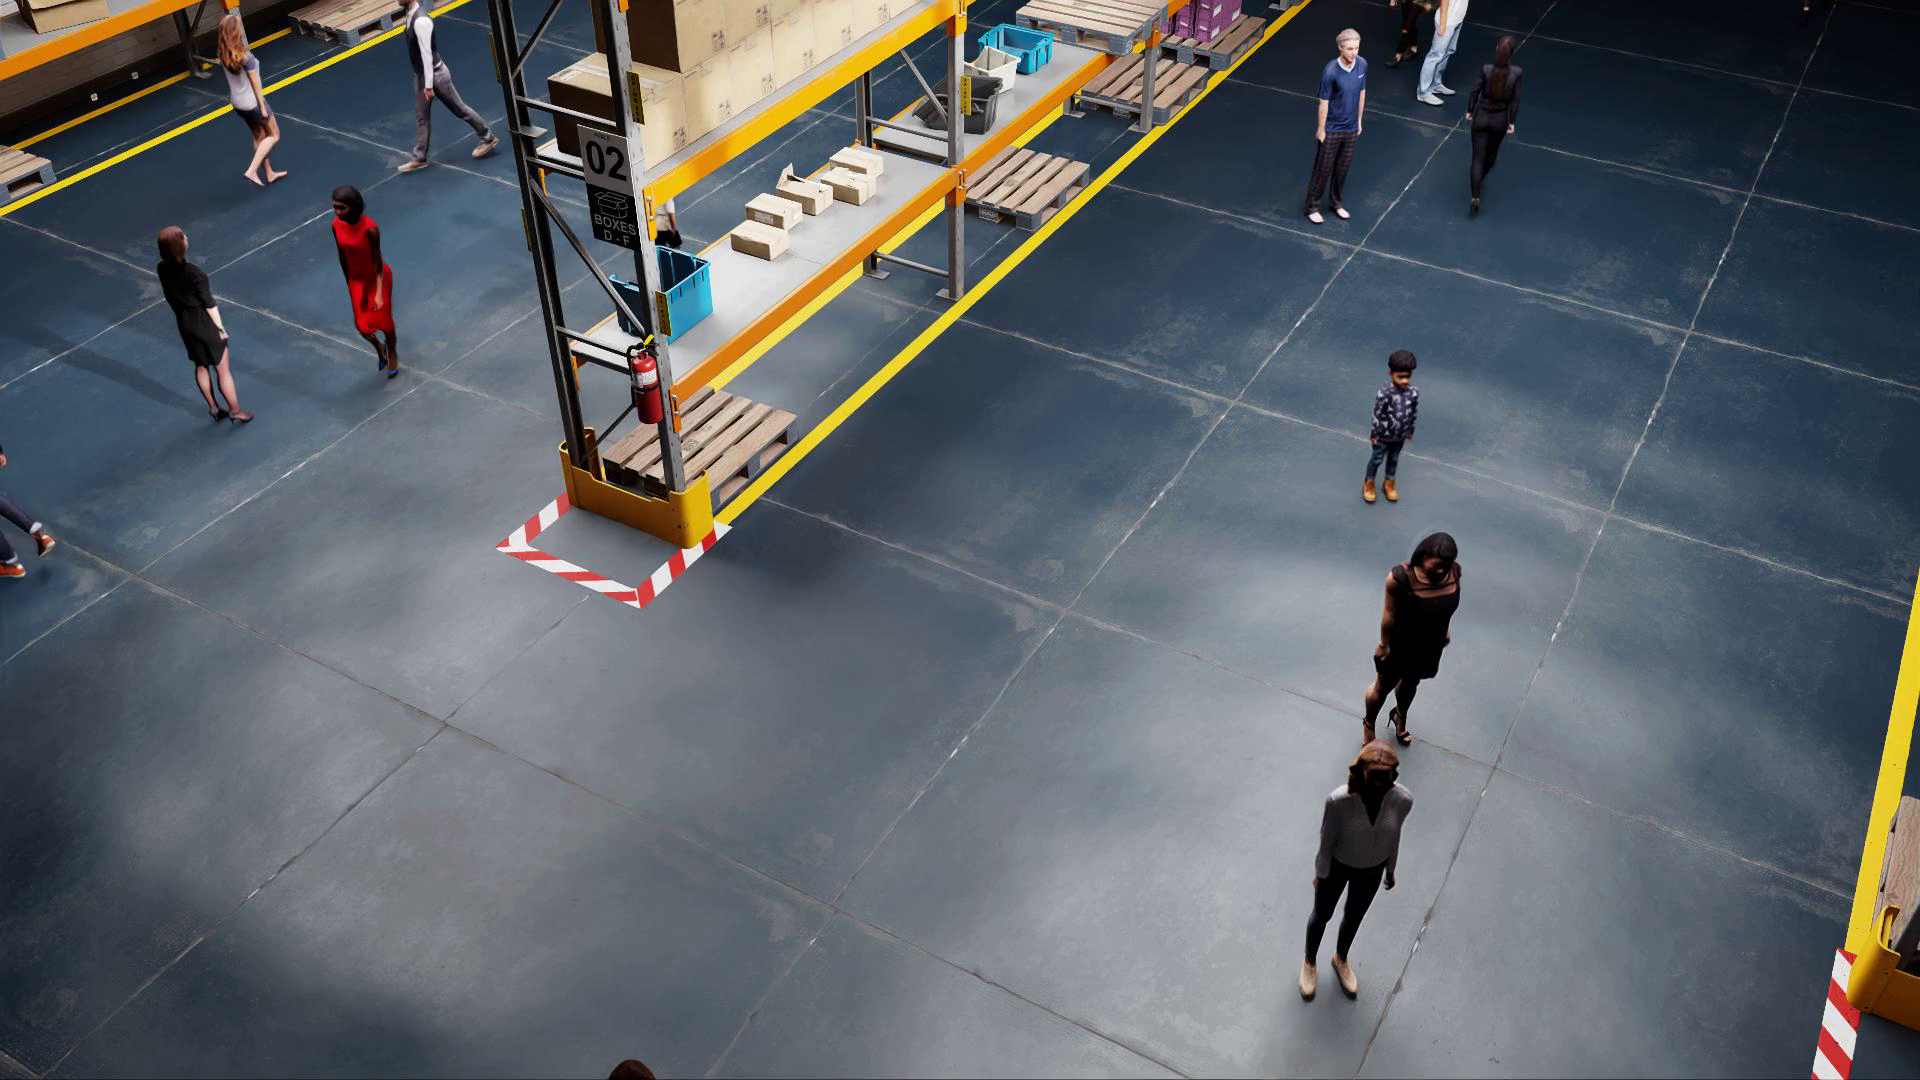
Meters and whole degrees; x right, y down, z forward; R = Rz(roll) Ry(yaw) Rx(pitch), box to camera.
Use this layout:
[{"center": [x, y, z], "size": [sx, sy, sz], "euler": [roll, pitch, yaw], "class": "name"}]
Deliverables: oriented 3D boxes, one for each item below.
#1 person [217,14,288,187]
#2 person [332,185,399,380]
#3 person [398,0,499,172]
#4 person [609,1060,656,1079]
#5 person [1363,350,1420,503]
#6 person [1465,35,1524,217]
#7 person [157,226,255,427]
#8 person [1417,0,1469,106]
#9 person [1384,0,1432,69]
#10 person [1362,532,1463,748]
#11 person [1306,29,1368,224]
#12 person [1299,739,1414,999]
[{"center": [-6.923, -4.195, 16.070], "size": [0.600, 1.719, 0.763], "euler": [18, 42, 21], "class": "person"}, {"center": [-4.724, -2.104, 13.443], "size": [0.678, 1.729, 0.739], "euler": [5, 39, 7], "class": "person"}, {"center": [-5.115, -4.606, 16.445], "size": [1.369, 1.893, 1.060], "euler": [-22, 44, -25], "class": "person"}, {"center": [-1.400, 2.801, 7.497], "size": [0.545, 1.484, 0.489], "euler": [17, 42, 20], "class": "person"}, {"center": [3.183, -0.841, 12.248], "size": [0.569, 1.248, 0.619], "euler": [-6, 39, -7], "class": "person"}, {"center": [5.004, -3.879, 15.715], "size": [0.794, 1.669, 1.096], "euler": [9, 40, 11], "class": "person"}, {"center": [-5.891, -1.642, 12.884], "size": [0.616, 1.706, 0.548], "euler": [14, 41, 16], "class": "person"}, {"center": [5.201, -5.576, 17.690], "size": [0.749, 1.855, 0.518], "euler": [25, 45, 28], "class": "person"}, {"center": [5.117, -6.049, 18.604], "size": [0.926, 1.454, 0.804], "euler": [-23, 44, -26], "class": "person"}, {"center": [2.724, 0.605, 10.067], "size": [0.751, 1.710, 0.818], "euler": [-11, 40, -14], "class": "person"}, {"center": [3.529, -3.880, 15.556], "size": [0.693, 1.867, 0.797], "euler": [-16, 41, -19], "class": "person"}, {"center": [2.034, 1.700, 8.626], "size": [0.666, 1.796, 0.679], "euler": [-1, 39, -1], "class": "person"}]
